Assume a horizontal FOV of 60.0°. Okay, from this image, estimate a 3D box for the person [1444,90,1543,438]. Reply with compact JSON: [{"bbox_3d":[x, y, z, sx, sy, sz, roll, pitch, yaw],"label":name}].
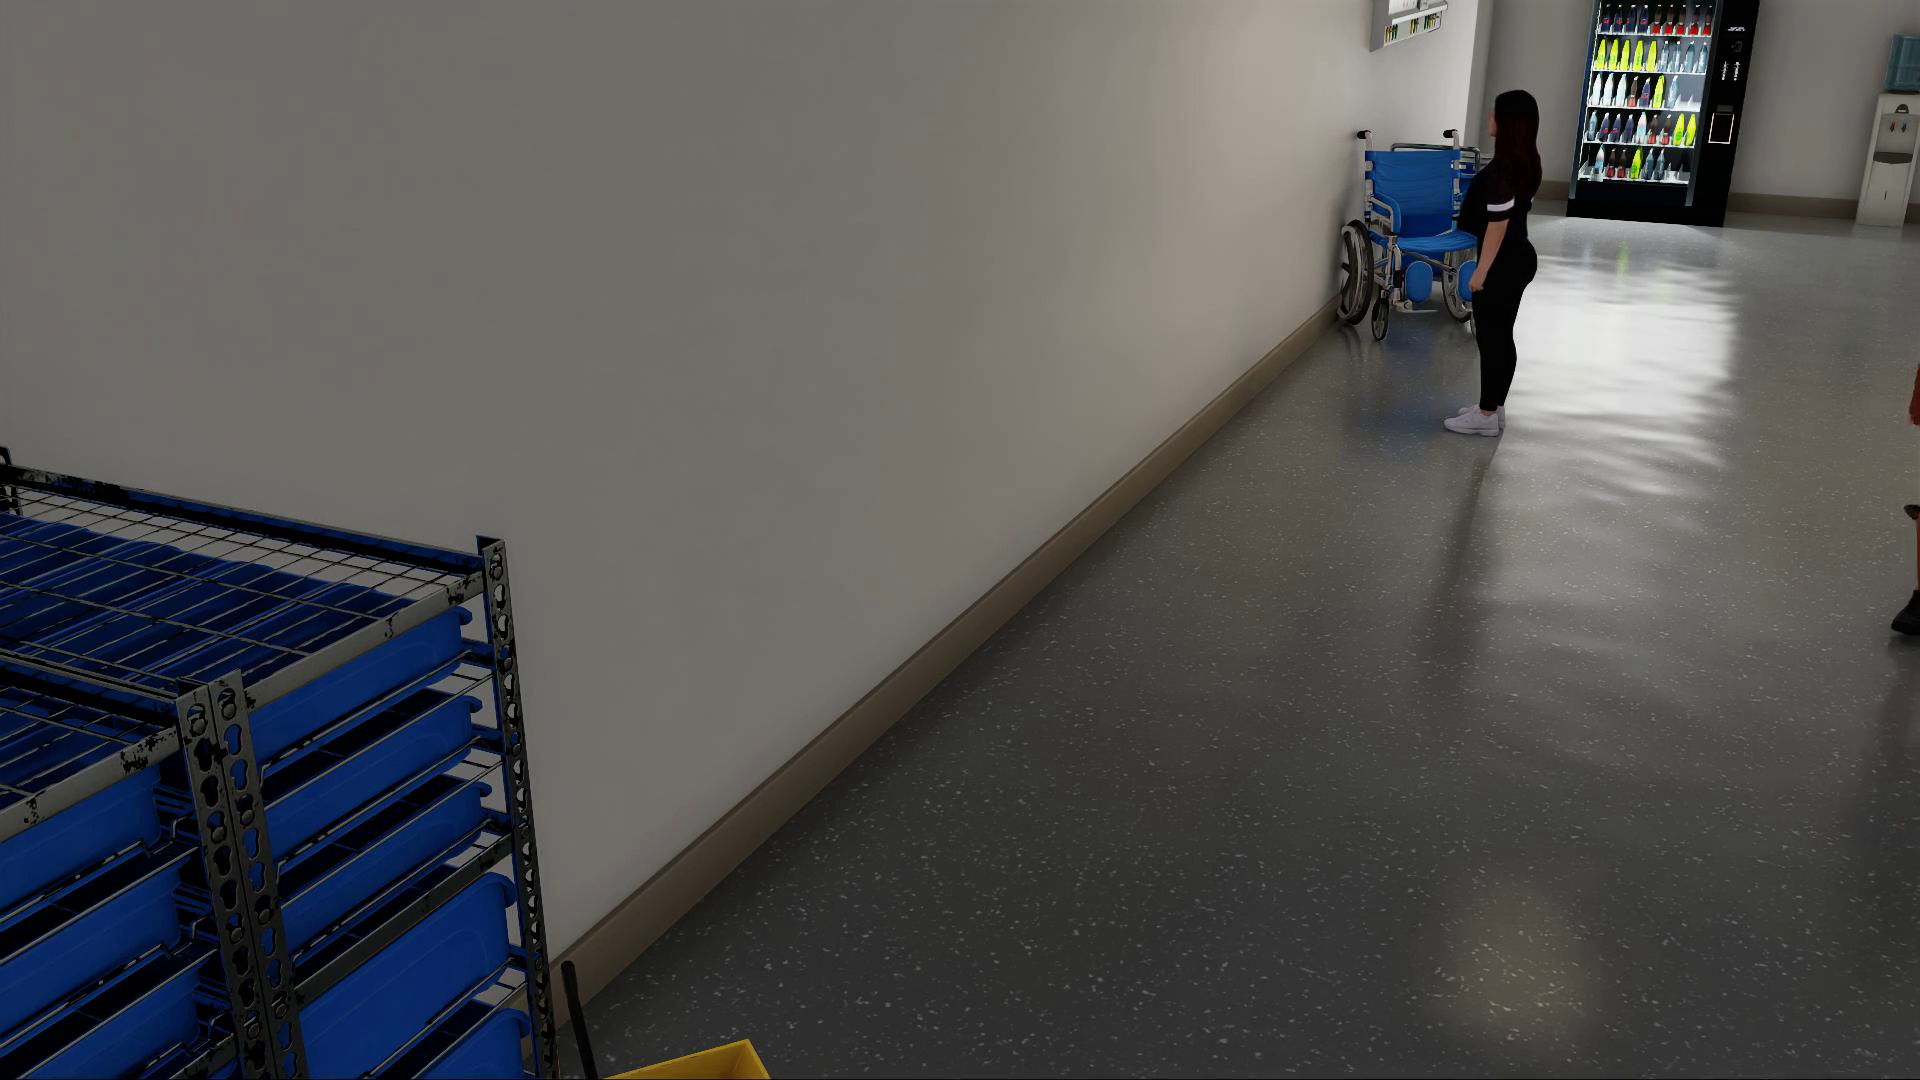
[{"bbox_3d":[2.591,-1.317,7.964,0.635,1.639,0.645,14,25,33],"label":"person"}]
